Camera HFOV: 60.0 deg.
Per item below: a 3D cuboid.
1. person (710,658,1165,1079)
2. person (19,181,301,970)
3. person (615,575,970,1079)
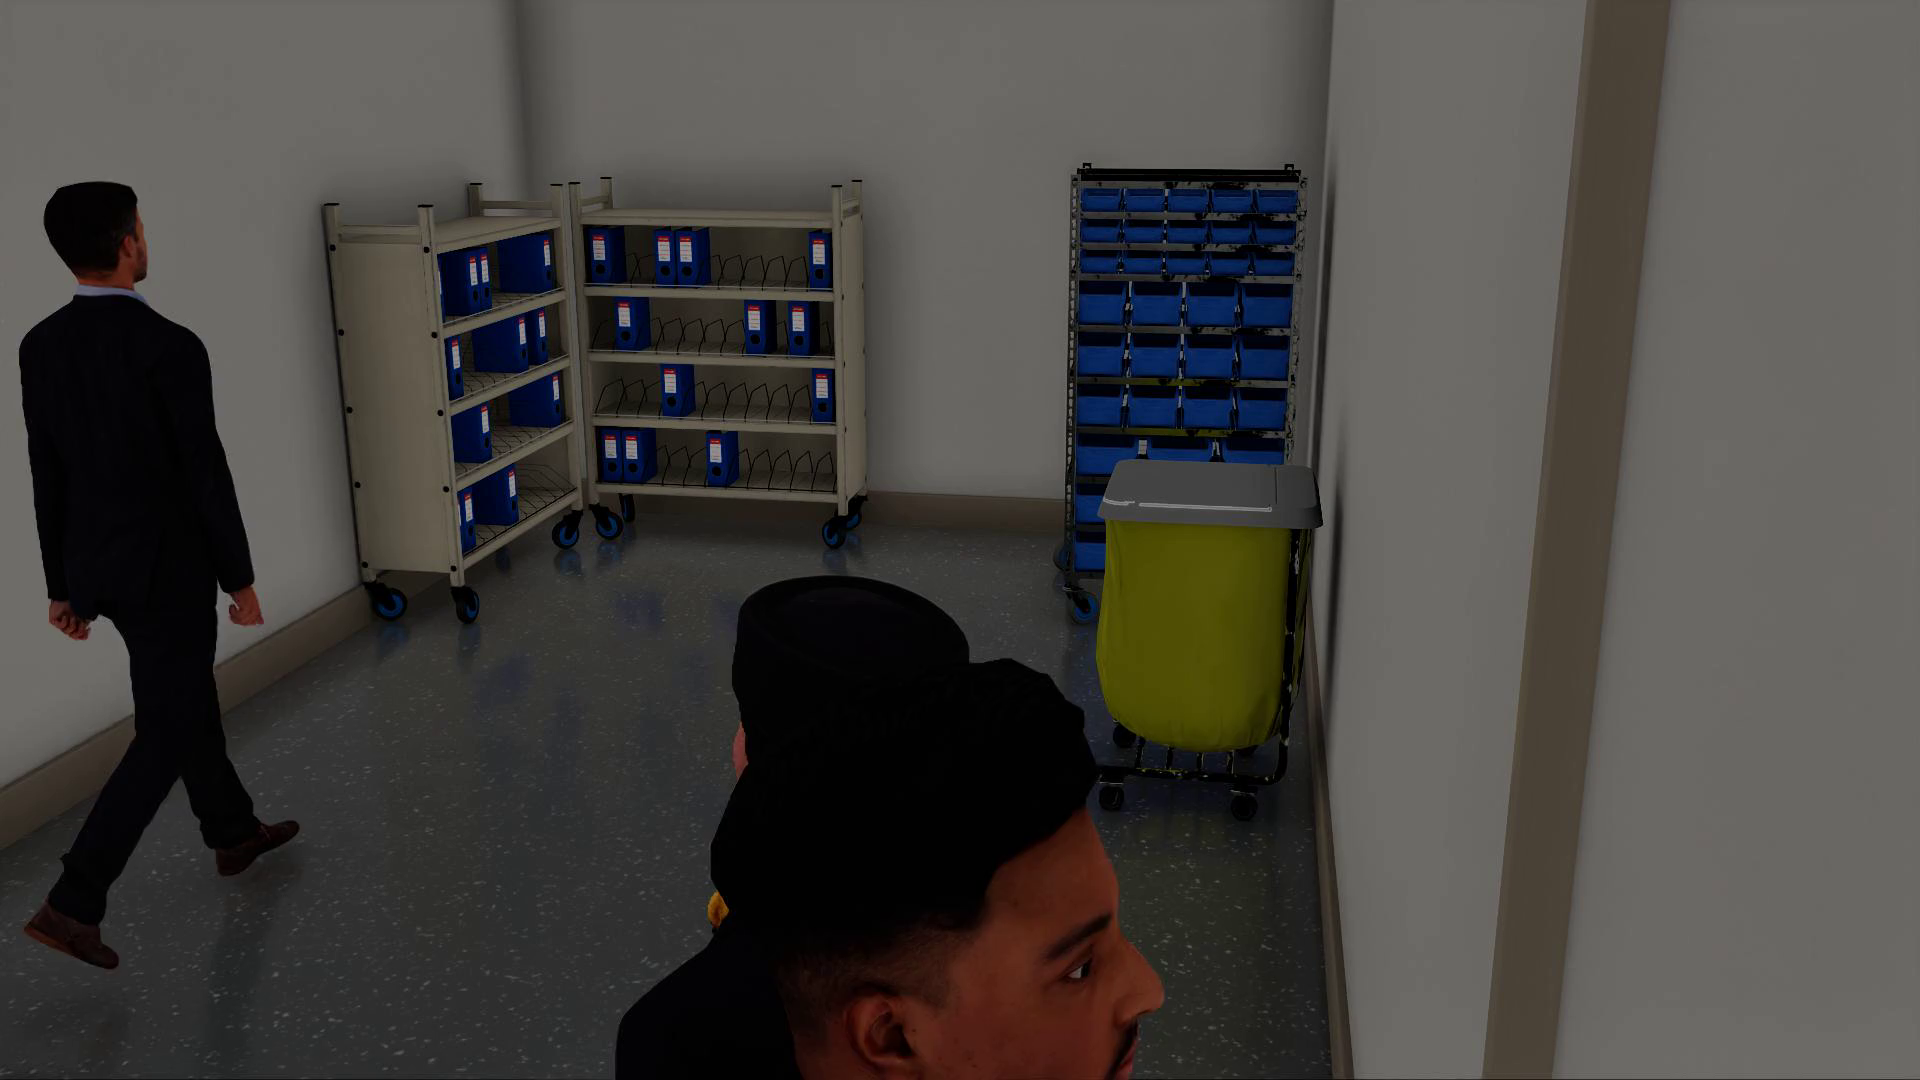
[{"bbox_3d":[-0.130,0.932,1.150,0.741,1.795,0.760,7,17,24],"label":"person"},{"bbox_3d":[-1.975,0.122,3.961,1.194,1.828,0.785,5,16,16],"label":"person"},{"bbox_3d":[-0.092,0.855,1.654,0.805,1.671,0.834,-14,21,-42],"label":"person"}]
